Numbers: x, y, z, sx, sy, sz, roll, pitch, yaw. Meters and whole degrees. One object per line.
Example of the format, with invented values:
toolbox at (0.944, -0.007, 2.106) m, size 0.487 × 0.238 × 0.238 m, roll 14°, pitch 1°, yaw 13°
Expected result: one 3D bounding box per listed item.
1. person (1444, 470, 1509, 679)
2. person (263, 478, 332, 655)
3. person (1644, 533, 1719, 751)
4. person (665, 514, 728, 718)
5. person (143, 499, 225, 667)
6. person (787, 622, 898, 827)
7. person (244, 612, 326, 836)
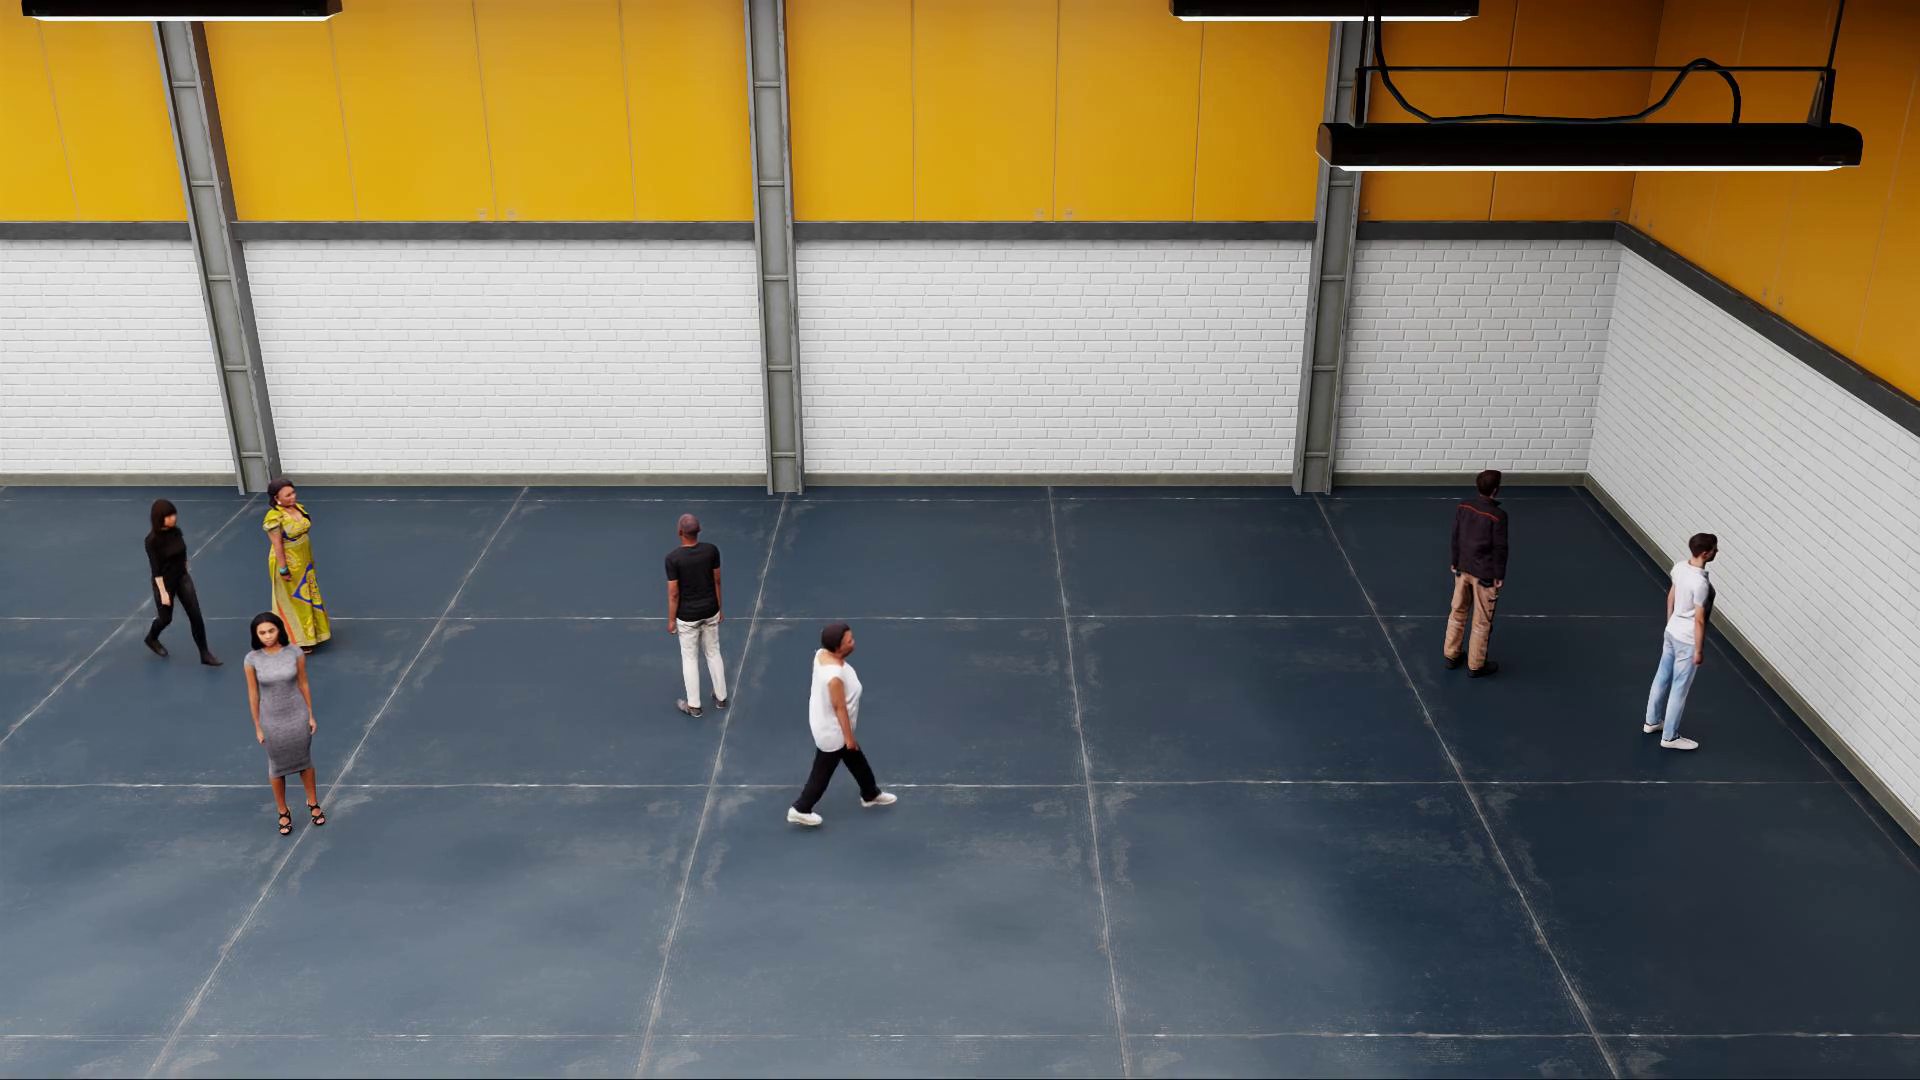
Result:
person at (4.555, 0.281, 14.645) m, size 0.834 × 1.925 × 0.790 m, roll -19°, pitch 30°, yaw -37°
person at (-6.074, 0.207, 15.145) m, size 0.802 × 1.660 × 0.879 m, roll 3°, pitch 24°, yaw 6°
person at (5.894, 0.799, 13.555) m, size 0.561 × 1.850 × 0.663 m, roll -2°, pitch 24°, yaw -4°
person at (-2.221, 0.626, 14.007) m, size 0.716 × 1.804 × 0.815 m, roll -16°, pitch 28°, yaw -32°
person at (-7.072, 0.393, 14.779) m, size 1.129 × 1.613 × 0.891 m, roll 10°, pitch 25°, yaw 21°
person at (-0.996, 1.400, 12.431) m, size 1.148 × 1.649 × 0.800 m, roll -5°, pitch 24°, yaw -11°
person at (-5.030, 1.352, 12.376) m, size 0.611 × 1.781 × 0.721 m, roll -13°, pitch 27°, yaw -27°
